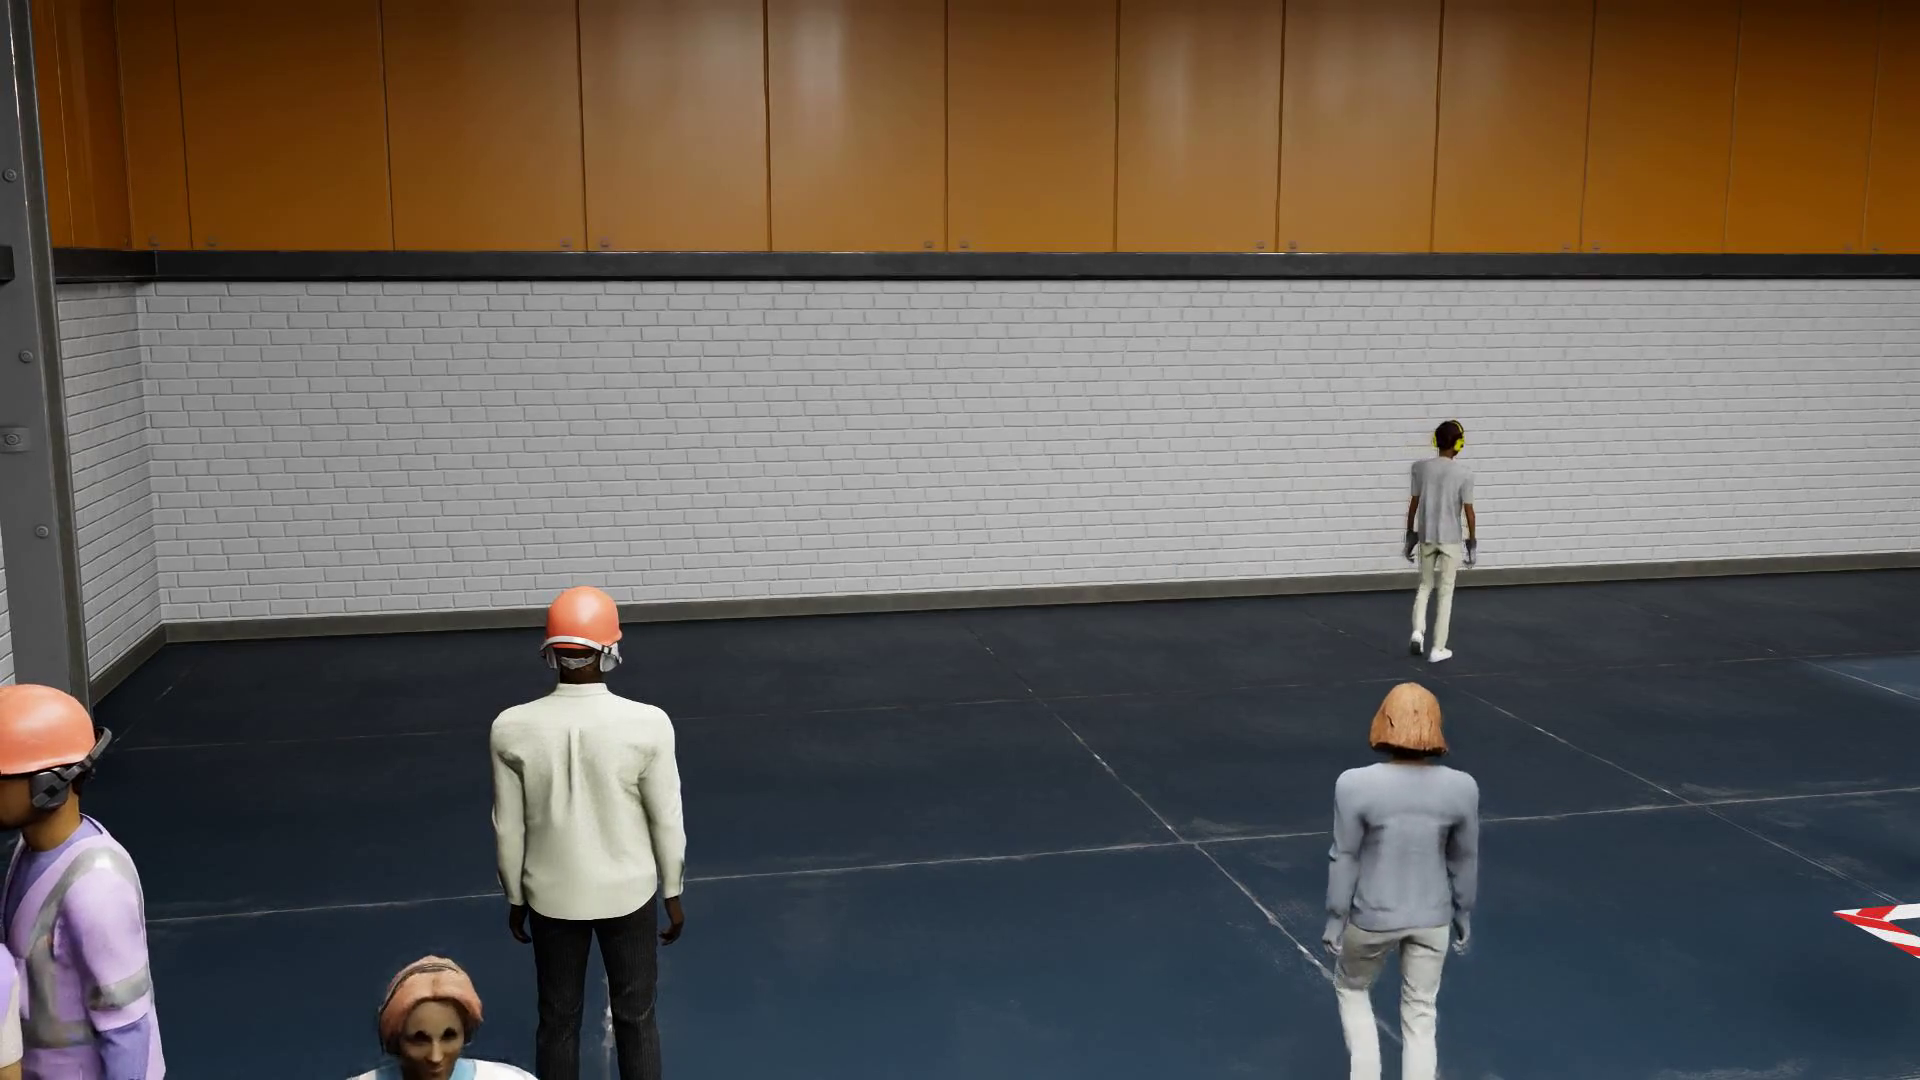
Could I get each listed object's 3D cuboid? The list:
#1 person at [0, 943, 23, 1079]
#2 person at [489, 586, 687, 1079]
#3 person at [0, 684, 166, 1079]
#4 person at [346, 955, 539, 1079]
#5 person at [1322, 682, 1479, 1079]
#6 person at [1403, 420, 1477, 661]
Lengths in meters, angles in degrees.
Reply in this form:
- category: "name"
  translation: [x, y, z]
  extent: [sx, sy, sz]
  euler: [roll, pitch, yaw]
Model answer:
- category: "person"
  translation: [-2.246, 1.512, 3.552]
  extent: [0.372, 1.843, 0.570]
  euler: [5, 11, 29]
- category: "person"
  translation: [-1.190, 1.135, 5.396]
  extent: [0.611, 1.995, 0.375]
  euler: [0, 9, -3]
- category: "person"
  translation: [-2.129, 1.341, 3.992]
  extent: [0.397, 2.044, 0.609]
  euler: [-8, 12, -40]
- category: "person"
  translation: [-1.138, 1.634, 3.563]
  extent: [0.520, 1.596, 0.854]
  euler: [-3, 10, -17]
- category: "person"
  translation: [1.487, 1.286, 5.625]
  extent: [0.530, 1.616, 0.415]
  euler: [0, 9, -2]
- category: "person"
  translation: [3.655, 0.016, 12.637]
  extent: [0.563, 1.853, 0.385]
  euler: [7, 12, 37]
